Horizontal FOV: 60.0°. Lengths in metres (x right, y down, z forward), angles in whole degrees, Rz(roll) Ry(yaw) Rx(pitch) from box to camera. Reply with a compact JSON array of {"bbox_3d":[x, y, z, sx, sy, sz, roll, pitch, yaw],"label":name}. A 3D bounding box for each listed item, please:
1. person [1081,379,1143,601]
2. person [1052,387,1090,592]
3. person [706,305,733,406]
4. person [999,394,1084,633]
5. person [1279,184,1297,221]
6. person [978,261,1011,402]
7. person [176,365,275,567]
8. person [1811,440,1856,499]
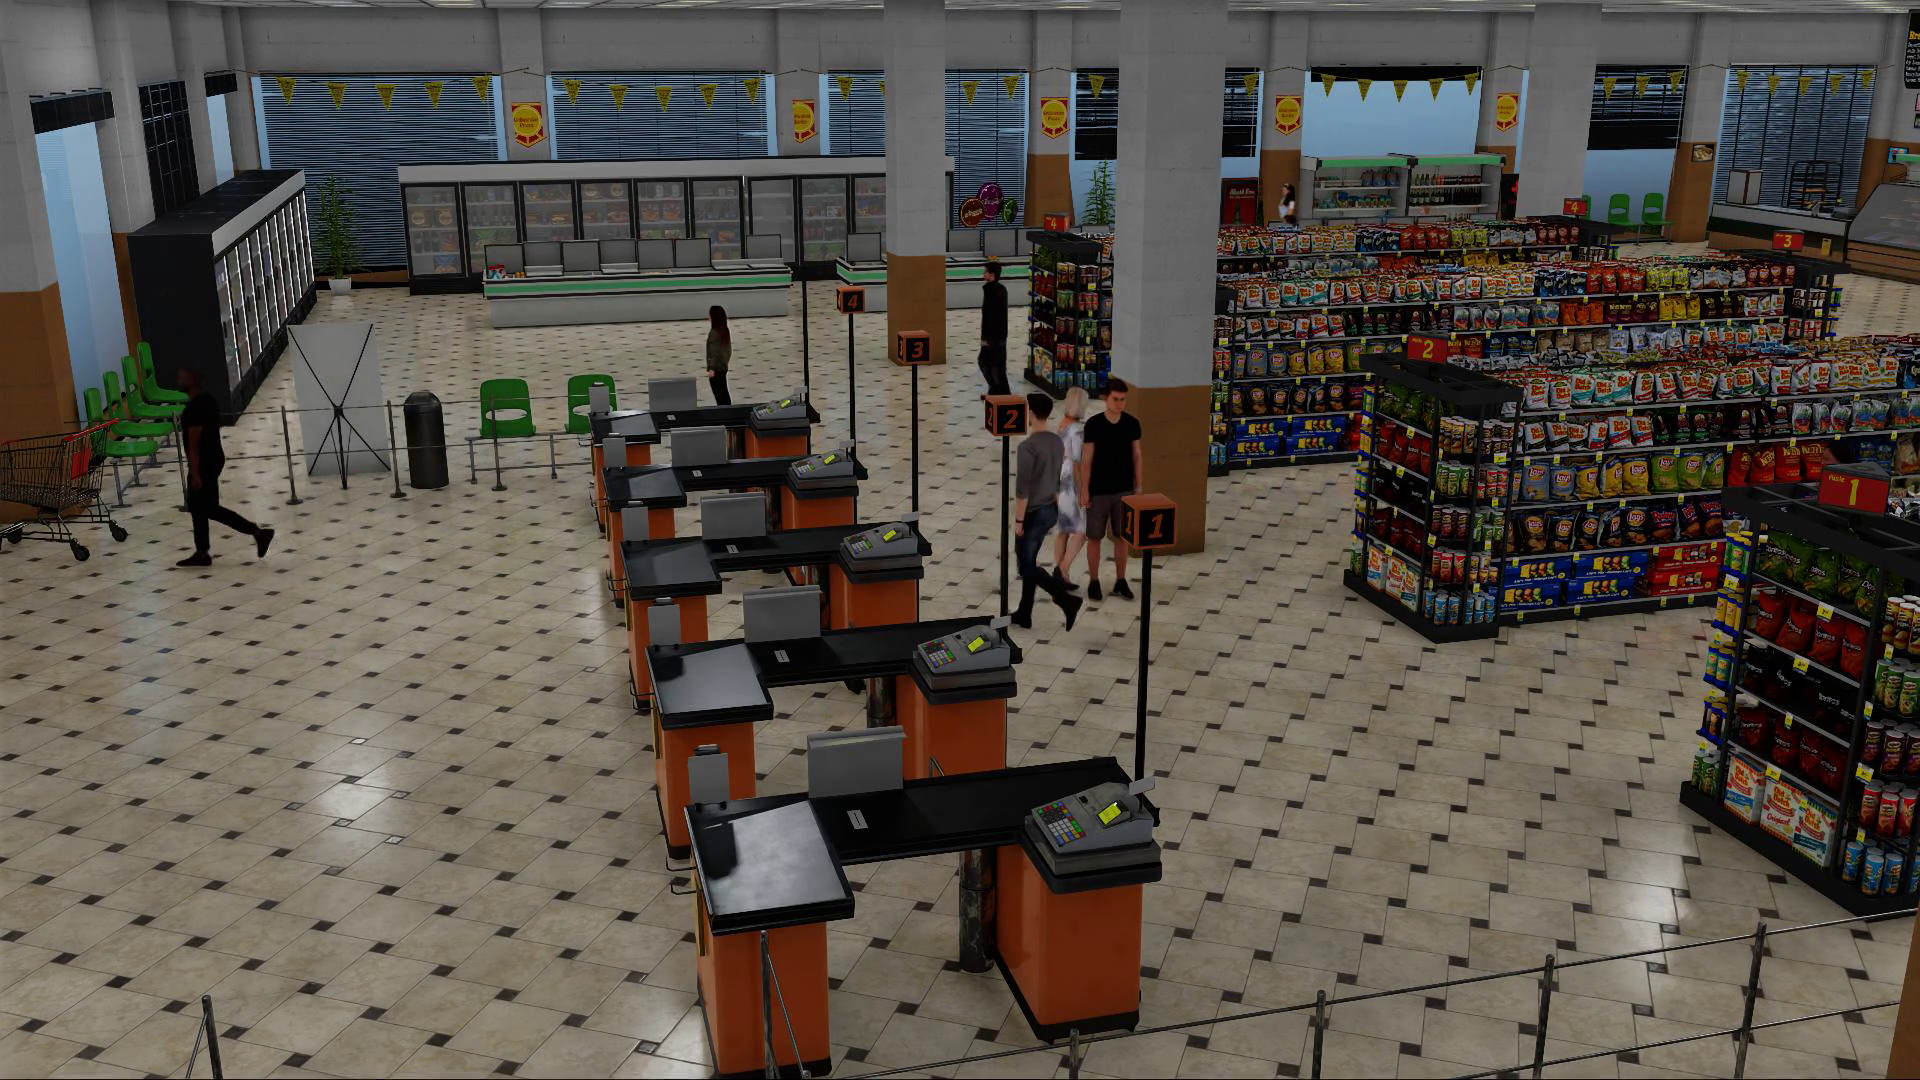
[{"bbox_3d":[1.244,-0.434,13.783,0.556,1.863,0.754,-3,17,-9],"label":"person"},{"bbox_3d":[0.839,-0.396,13.916,0.695,1.713,0.676,-5,18,-16],"label":"person"},{"bbox_3d":[-2.875,-2.058,19.799,0.652,1.475,0.660,4,17,12],"label":"person"},{"bbox_3d":[0.661,-0.165,12.878,1.123,1.874,1.098,10,20,30],"label":"person"},{"bbox_3d":[6.332,-5.933,31.995,0.737,1.803,0.663,-5,17,-15],"label":"person"},{"bbox_3d":[0.531,-2.571,20.891,0.838,1.821,0.848,2,17,8],"label":"person"},{"bbox_3d":[-6.491,-0.619,14.508,1.078,1.794,0.692,-4,17,-12],"label":"person"},{"bbox_3d":[6.414,0.134,12.160,1.084,1.719,0.736,0,17,0],"label":"person"}]
